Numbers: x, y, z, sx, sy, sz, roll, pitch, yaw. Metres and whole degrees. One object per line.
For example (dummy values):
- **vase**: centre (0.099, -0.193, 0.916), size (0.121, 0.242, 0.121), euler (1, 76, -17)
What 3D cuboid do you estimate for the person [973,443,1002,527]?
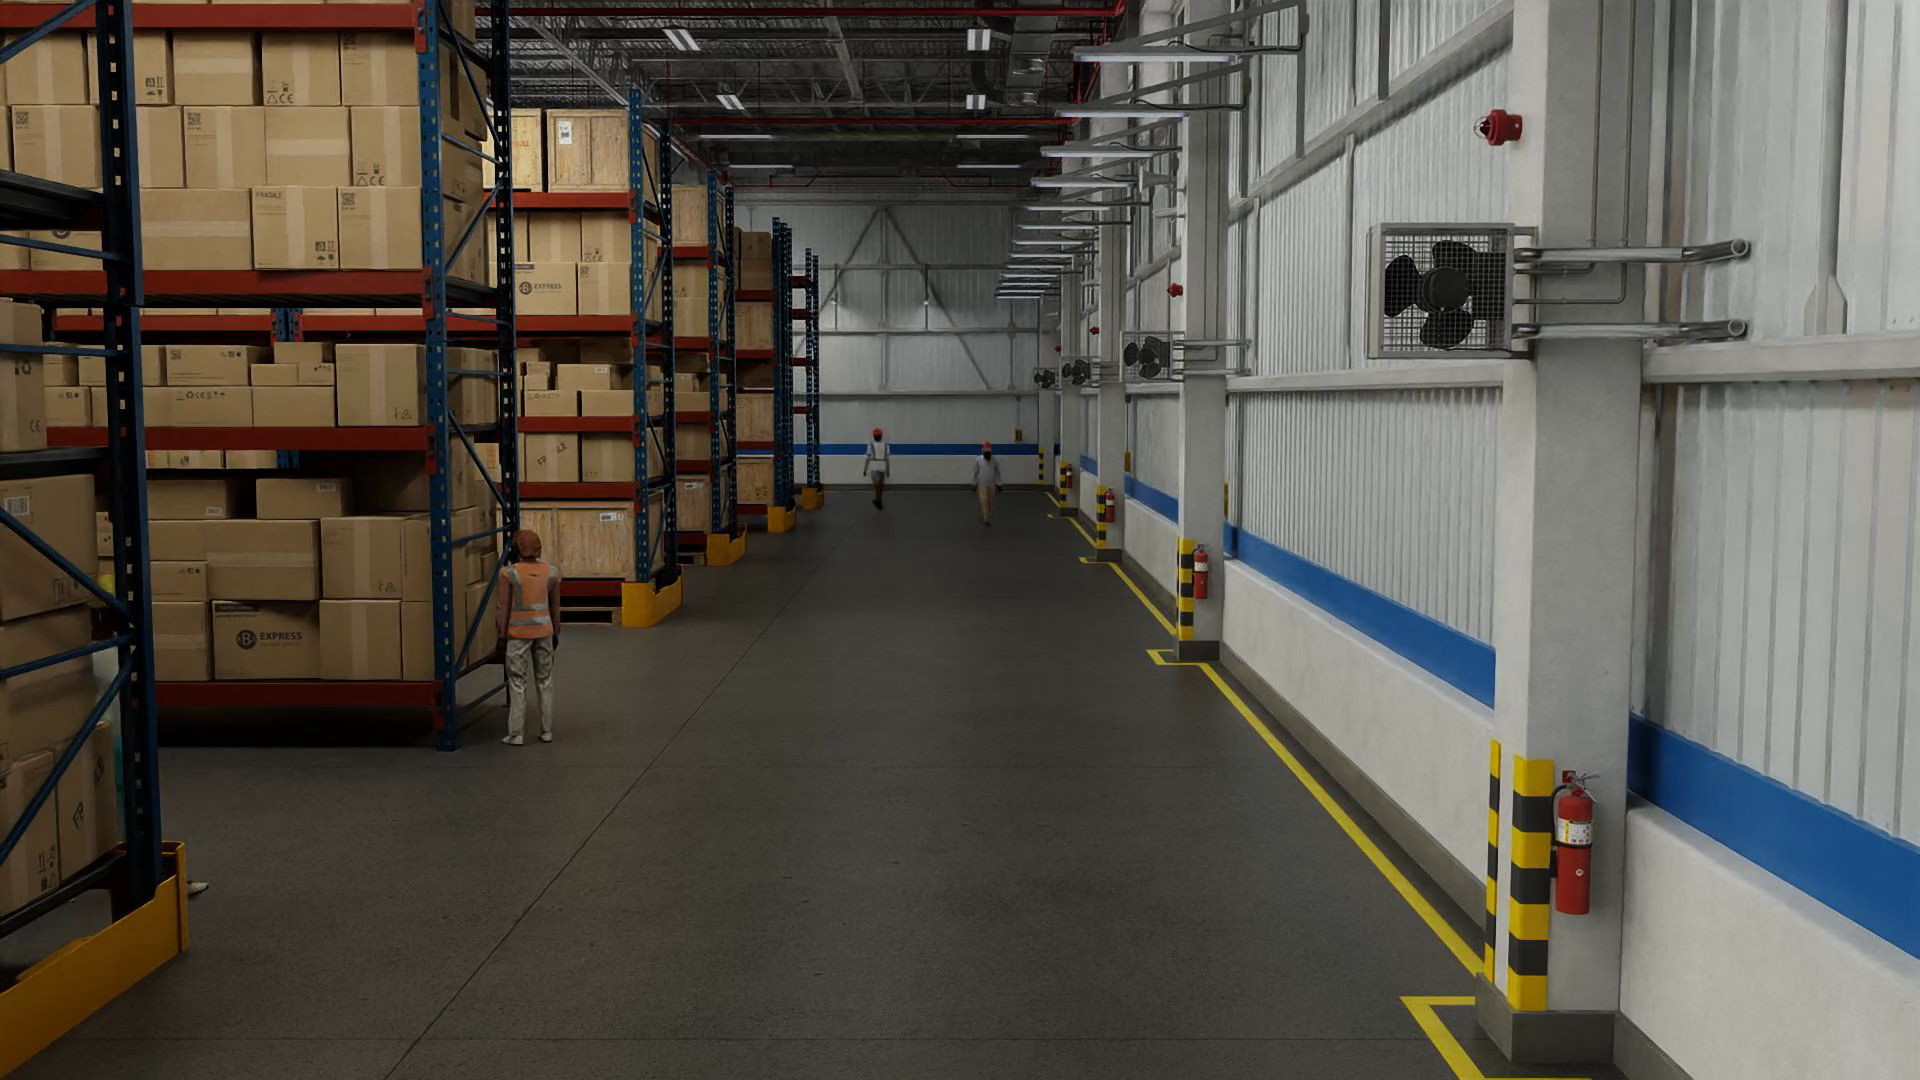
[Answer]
- **person**: centre (0.567, -1.129, 33.825), size (0.581, 1.701, 0.890), euler (-1, 5, -12)

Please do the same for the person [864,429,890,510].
- **person**: centre (-1.966, -1.659, 38.967), size (0.564, 1.882, 1.000), euler (-2, 5, -23)

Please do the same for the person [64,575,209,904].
- **person**: centre (-4.416, 1.036, 8.566), size (0.924, 1.713, 0.542), euler (1, 5, 9)

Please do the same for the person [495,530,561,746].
- **person**: centre (-3.248, 0.735, 12.556), size (0.525, 1.632, 0.313), euler (-4, 6, -41)
